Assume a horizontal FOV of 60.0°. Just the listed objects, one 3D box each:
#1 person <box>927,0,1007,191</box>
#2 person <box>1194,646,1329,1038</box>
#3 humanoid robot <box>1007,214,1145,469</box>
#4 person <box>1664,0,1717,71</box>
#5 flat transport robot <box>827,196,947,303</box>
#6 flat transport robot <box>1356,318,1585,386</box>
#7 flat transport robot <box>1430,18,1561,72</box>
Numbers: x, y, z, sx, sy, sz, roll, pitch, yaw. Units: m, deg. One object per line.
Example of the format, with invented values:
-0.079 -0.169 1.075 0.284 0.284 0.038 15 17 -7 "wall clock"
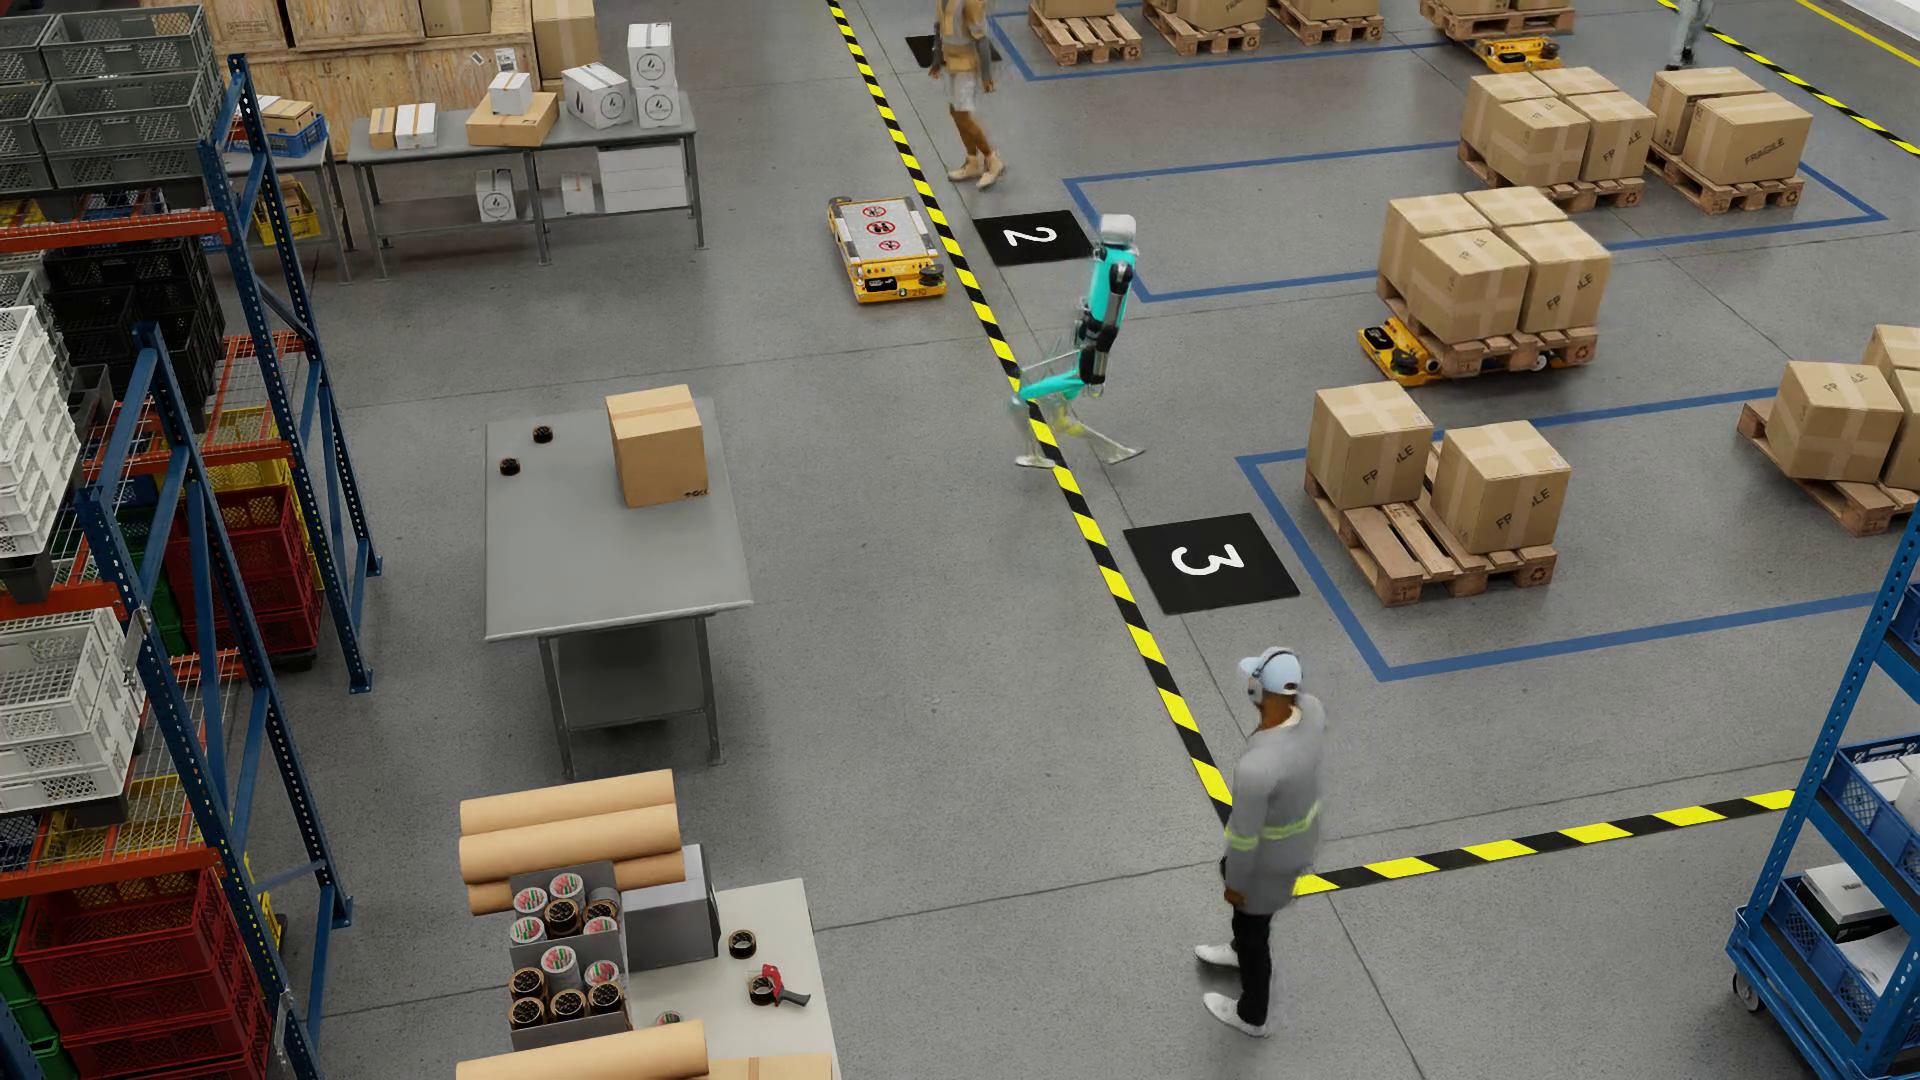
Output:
0.007 -3.784 13.194 0.506 1.994 0.661 -17 40 -22 "person"
1.198 1.190 6.664 0.486 1.817 0.595 21 41 26 "person"
0.628 -1.089 9.808 1.027 1.734 0.535 -1 37 -2 "humanoid robot"
6.831 -5.198 15.282 0.631 1.794 0.592 -6 37 -8 "person"
-0.570 -2.220 12.538 0.659 0.231 1.431 -8 37 -10 "flat transport robot"
3.519 -1.373 11.376 1.431 0.197 0.652 -8 37 -10 "flat transport robot"
5.181 -4.910 16.130 0.652 0.197 1.431 -8 37 -10 "flat transport robot"
